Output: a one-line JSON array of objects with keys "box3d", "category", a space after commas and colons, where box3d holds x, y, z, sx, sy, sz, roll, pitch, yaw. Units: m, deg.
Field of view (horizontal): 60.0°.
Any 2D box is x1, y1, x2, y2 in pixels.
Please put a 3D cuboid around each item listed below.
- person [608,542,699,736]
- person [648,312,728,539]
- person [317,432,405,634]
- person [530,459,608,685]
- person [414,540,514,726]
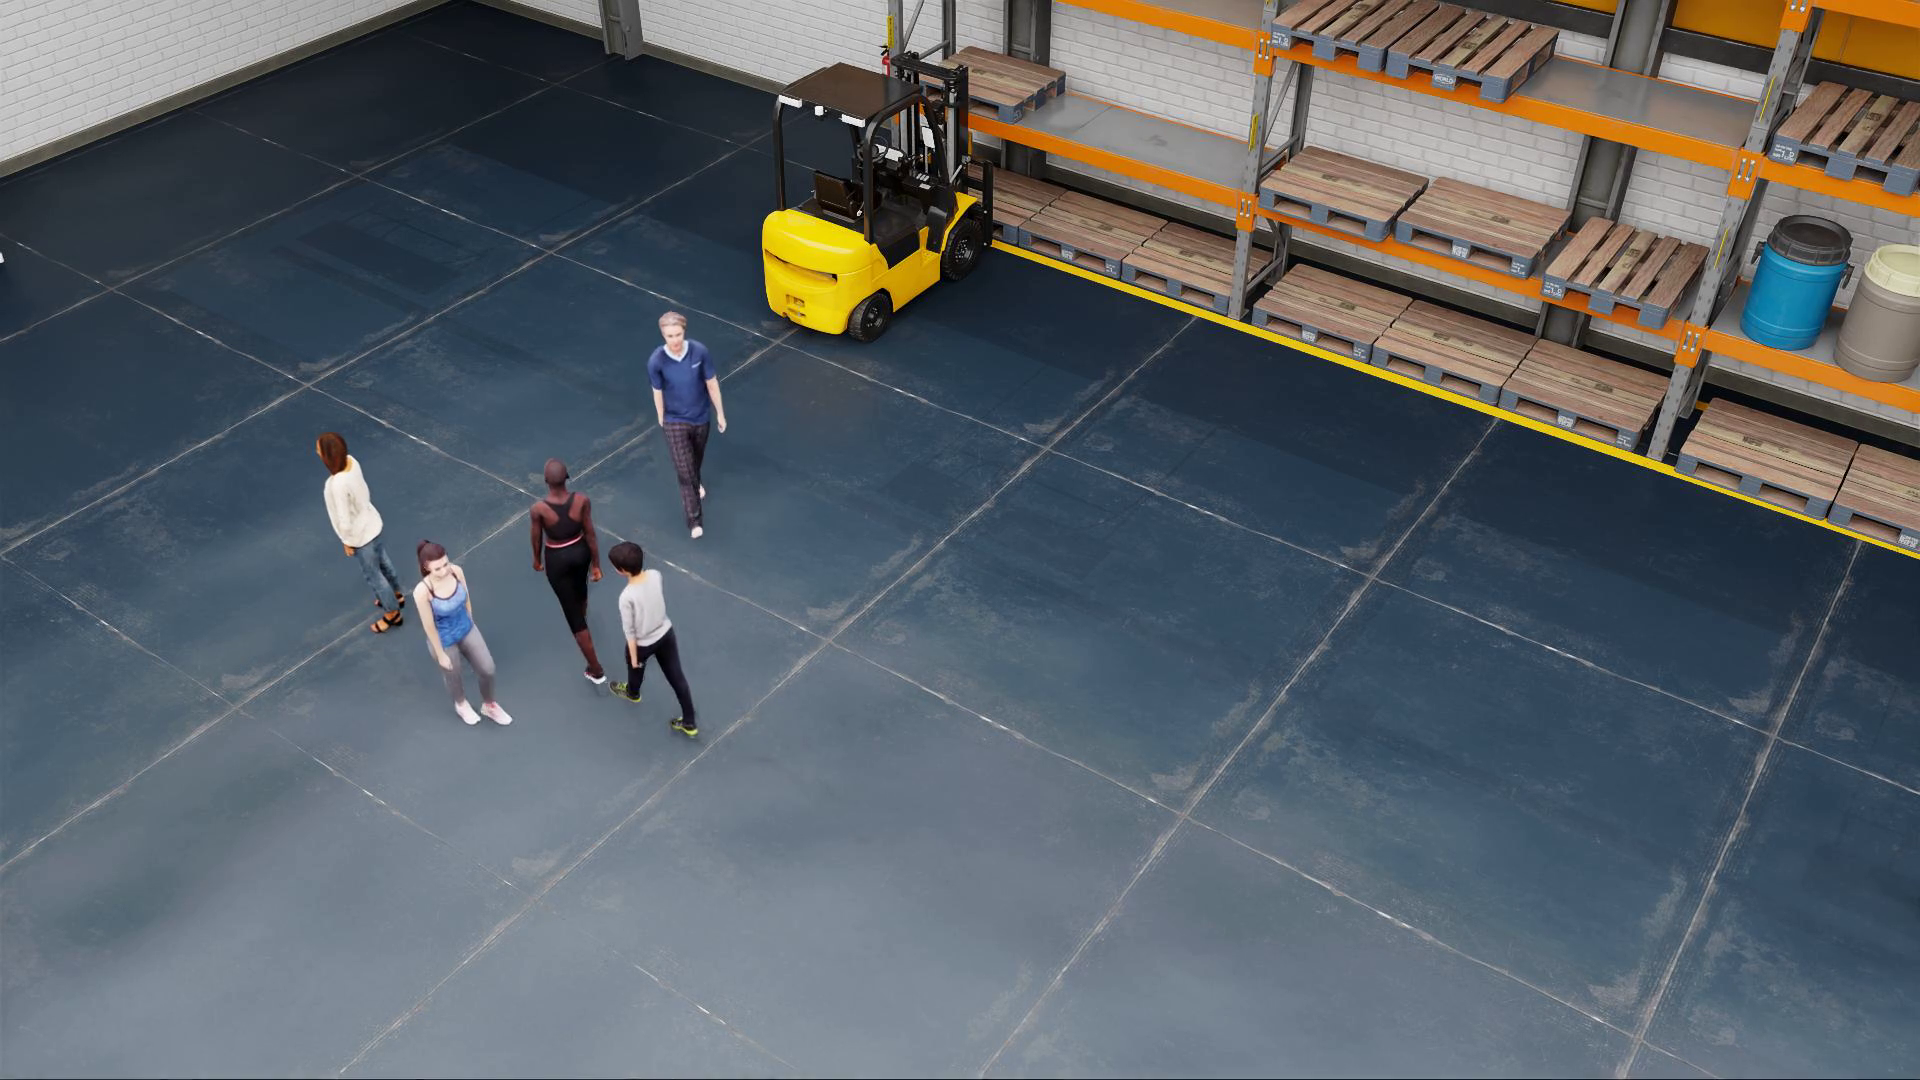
[{"box3d": [-2.015, 0.703, 11.180, 1.035, 1.502, 0.601, 25, 45, 28], "category": "person"}, {"box3d": [-2.160, -1.008, 13.064, 1.074, 1.826, 1.253, -15, 41, -18], "category": "person"}, {"box3d": [-4.314, -0.079, 12.022, 0.762, 1.674, 0.706, -6, 39, -7], "category": "person"}, {"box3d": [-2.707, 0.237, 11.590, 0.913, 1.720, 1.235, -21, 43, -24], "category": "person"}, {"box3d": [-3.464, 0.630, 11.200, 0.689, 1.591, 0.589, 28, 46, 30], "category": "person"}]
